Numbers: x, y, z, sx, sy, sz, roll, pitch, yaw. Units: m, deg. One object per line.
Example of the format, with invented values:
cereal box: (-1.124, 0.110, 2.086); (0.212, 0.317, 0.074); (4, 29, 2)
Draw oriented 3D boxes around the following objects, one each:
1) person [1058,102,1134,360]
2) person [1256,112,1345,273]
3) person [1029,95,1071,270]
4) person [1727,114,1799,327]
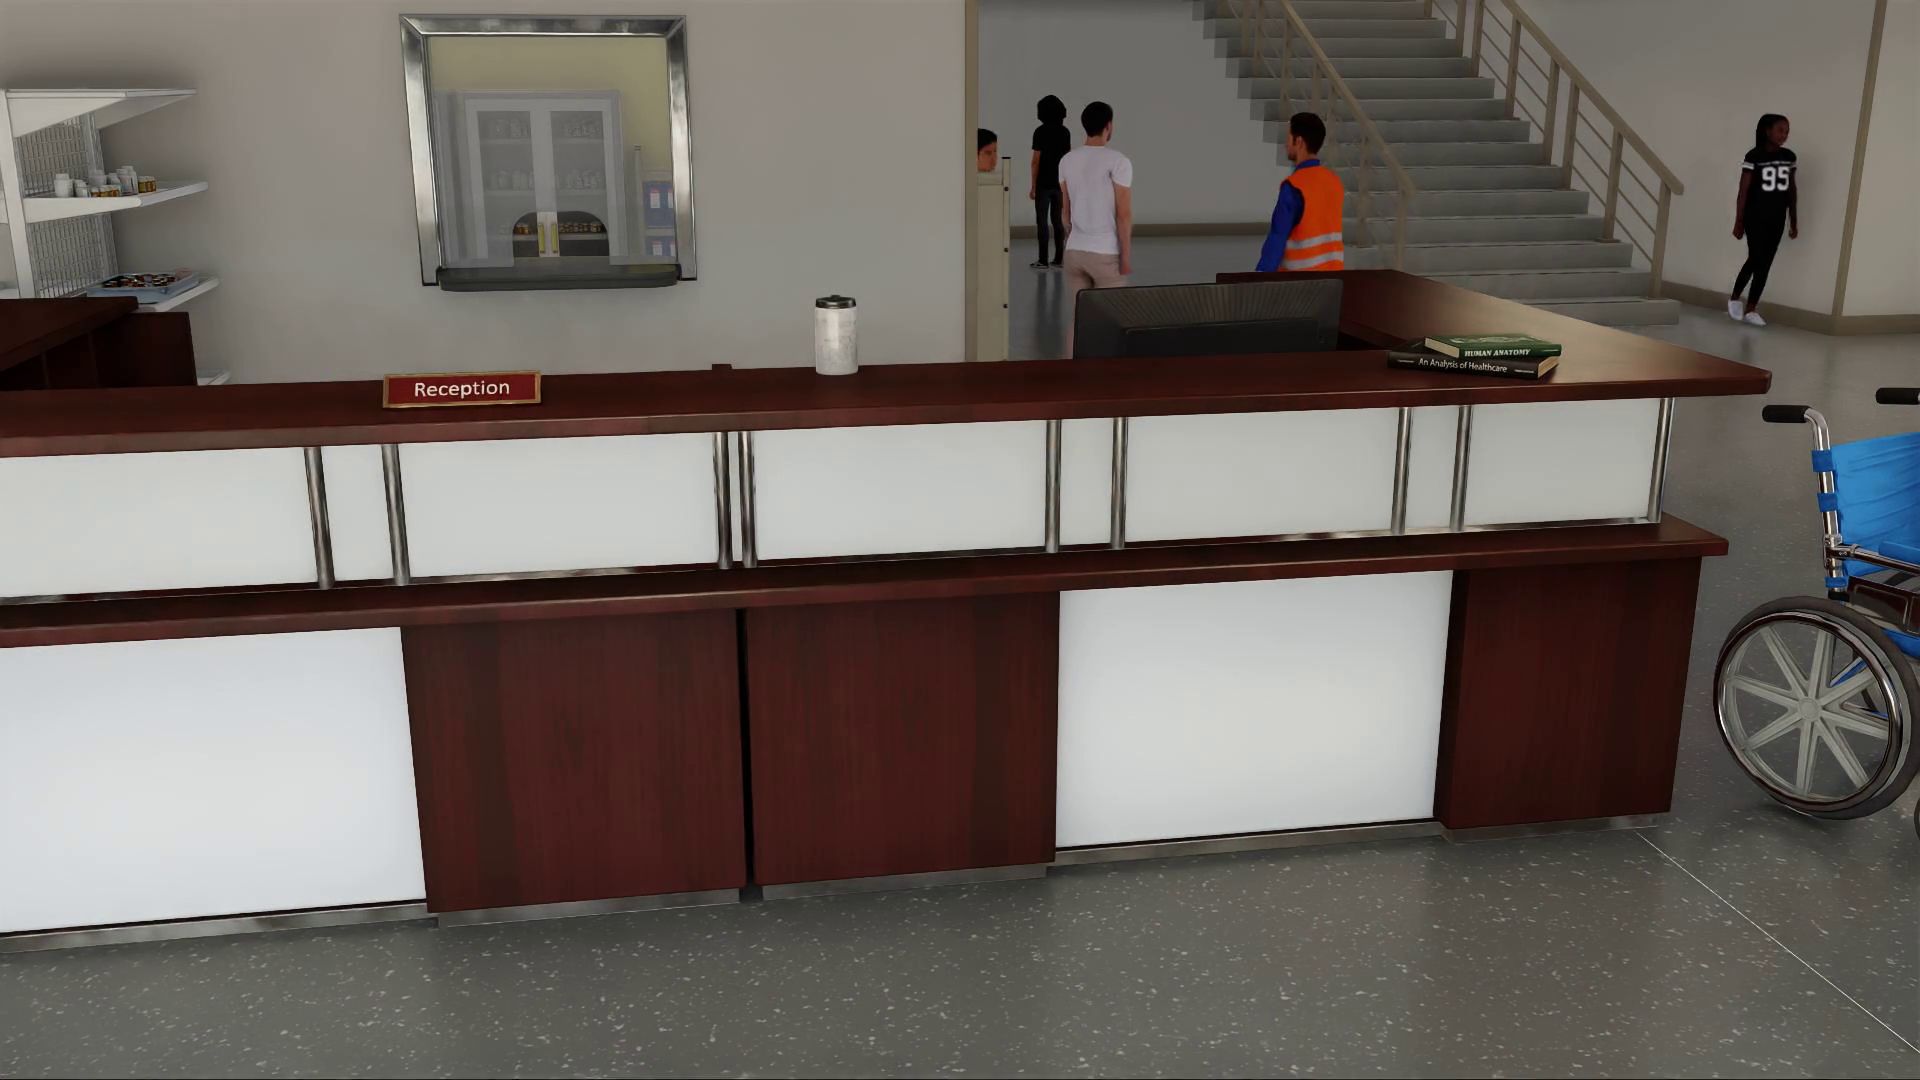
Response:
person: (0.838, -1.822, 10.602); (0.809, 1.885, 0.873); (10, 19, 32)
person: (1.971, -1.357, 9.069); (1.215, 1.822, 1.156); (11, 19, 34)
person: (0.977, -3.851, 17.886); (0.696, 1.825, 0.661); (-10, 19, -31)
person: (6.662, -2.666, 13.892); (0.608, 1.724, 0.620); (-3, 16, -10)
